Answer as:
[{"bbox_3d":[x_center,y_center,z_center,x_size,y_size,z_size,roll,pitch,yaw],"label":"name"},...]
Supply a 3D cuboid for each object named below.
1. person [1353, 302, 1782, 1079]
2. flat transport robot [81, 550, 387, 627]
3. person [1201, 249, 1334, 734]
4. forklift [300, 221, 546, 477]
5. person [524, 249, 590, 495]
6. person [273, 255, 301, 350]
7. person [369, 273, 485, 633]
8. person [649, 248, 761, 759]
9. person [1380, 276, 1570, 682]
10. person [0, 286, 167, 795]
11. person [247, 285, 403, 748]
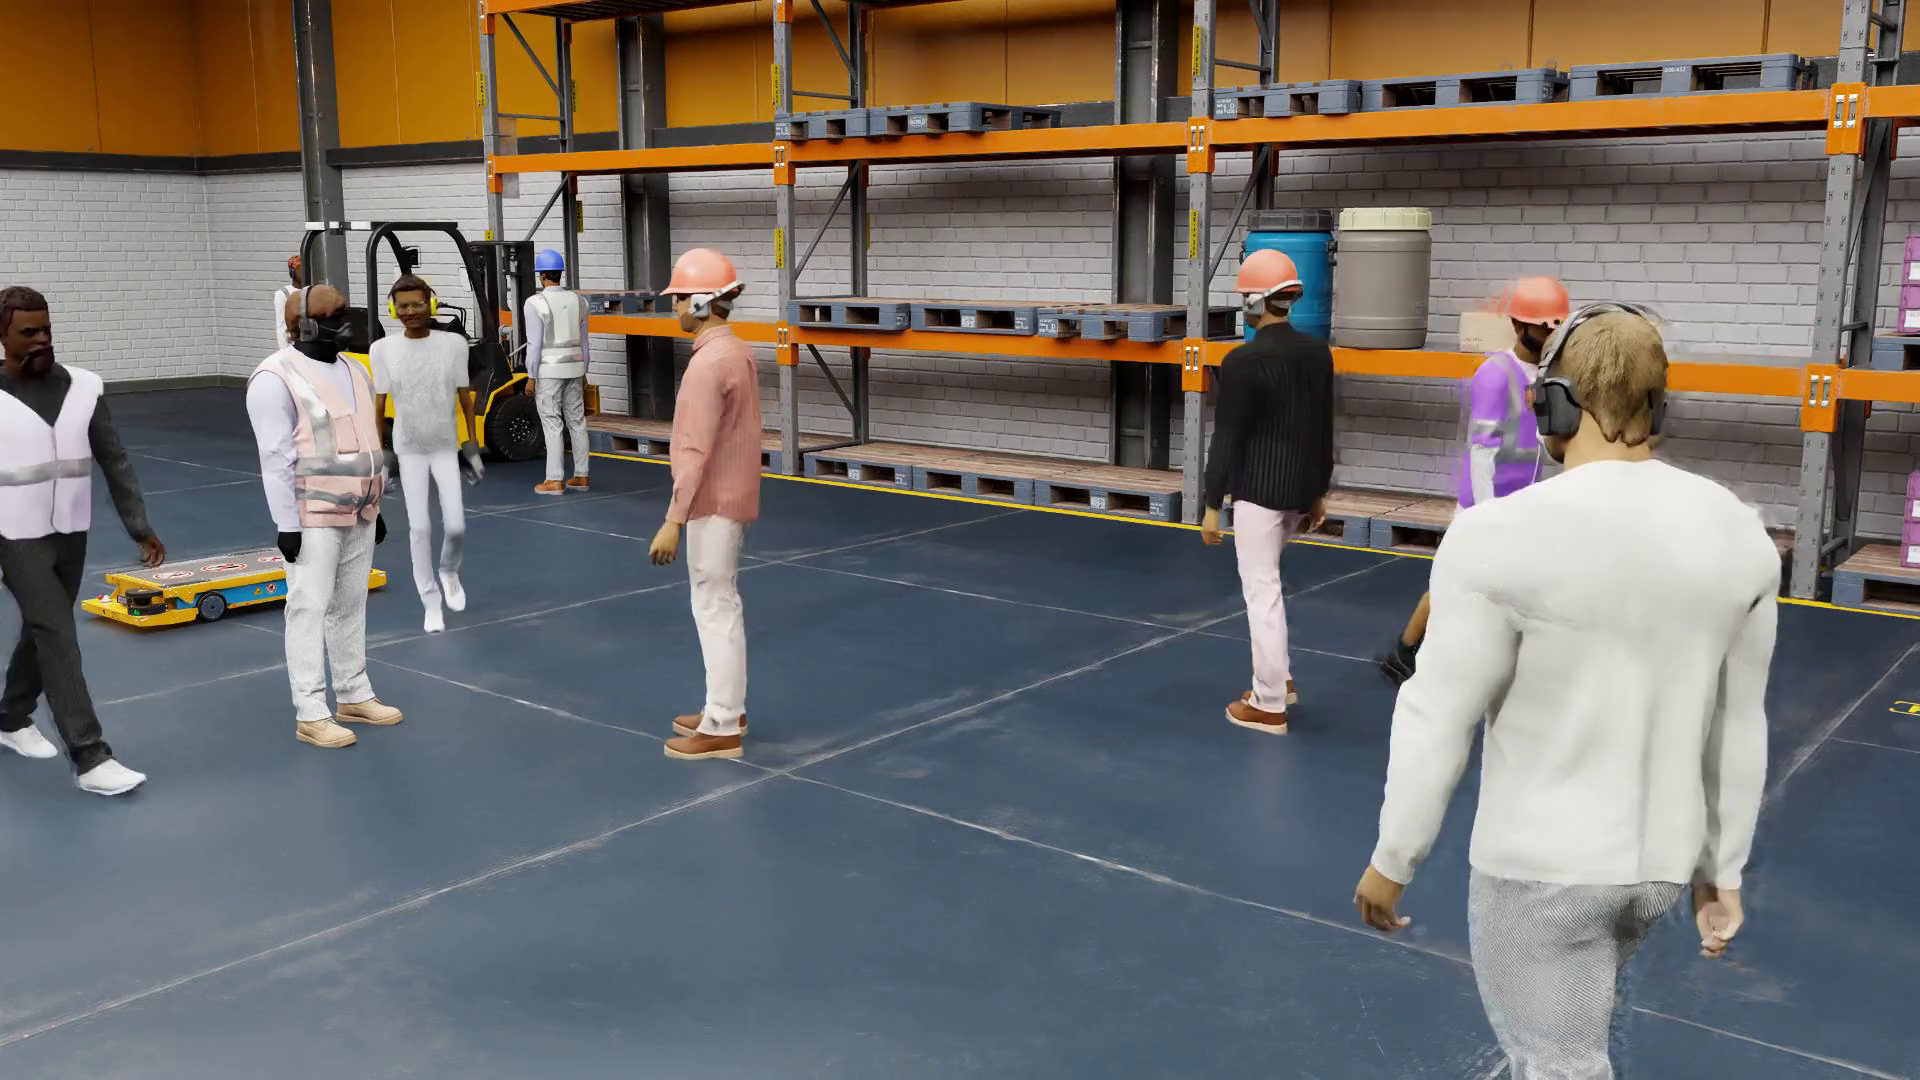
[{"bbox_3d":[1.016,0.543,2.974,0.646,1.912,0.794,-4,11,-23],"label":"person"},{"bbox_3d":[-4.015,0.231,9.258,0.652,0.197,1.431,8,13,38],"label":"flat transport robot"},{"bbox_3d":[1.219,-0.195,6.864,0.644,1.980,0.519,-9,13,-40],"label":"person"},{"bbox_3d":[-4.922,-1.741,14.854,1.214,2.155,2.313,8,13,38],"label":"forklift"},{"bbox_3d":[-3.223,-1.335,13.287,0.406,1.945,0.615,8,13,37],"label":"person"},{"bbox_3d":[-6.442,-1.840,16.299,0.350,1.878,0.568,4,11,21],"label":"person"},{"bbox_3d":[-2.767,-0.453,8.643,0.558,1.854,0.450,-3,11,-19],"label":"person"},{"bbox_3d":[-0.974,-0.130,6.492,0.413,1.994,0.626,1,10,3],"label":"person"},{"bbox_3d":[2.309,-0.190,7.161,0.593,1.880,1.015,-8,13,-38],"label":"person"},{"bbox_3d":[-3.447,-0.014,6.223,1.031,1.866,0.591,5,11,25],"label":"person"},{"bbox_3d":[-2.551,-0.103,6.748,0.429,1.847,0.625,3,11,16],"label":"person"}]
